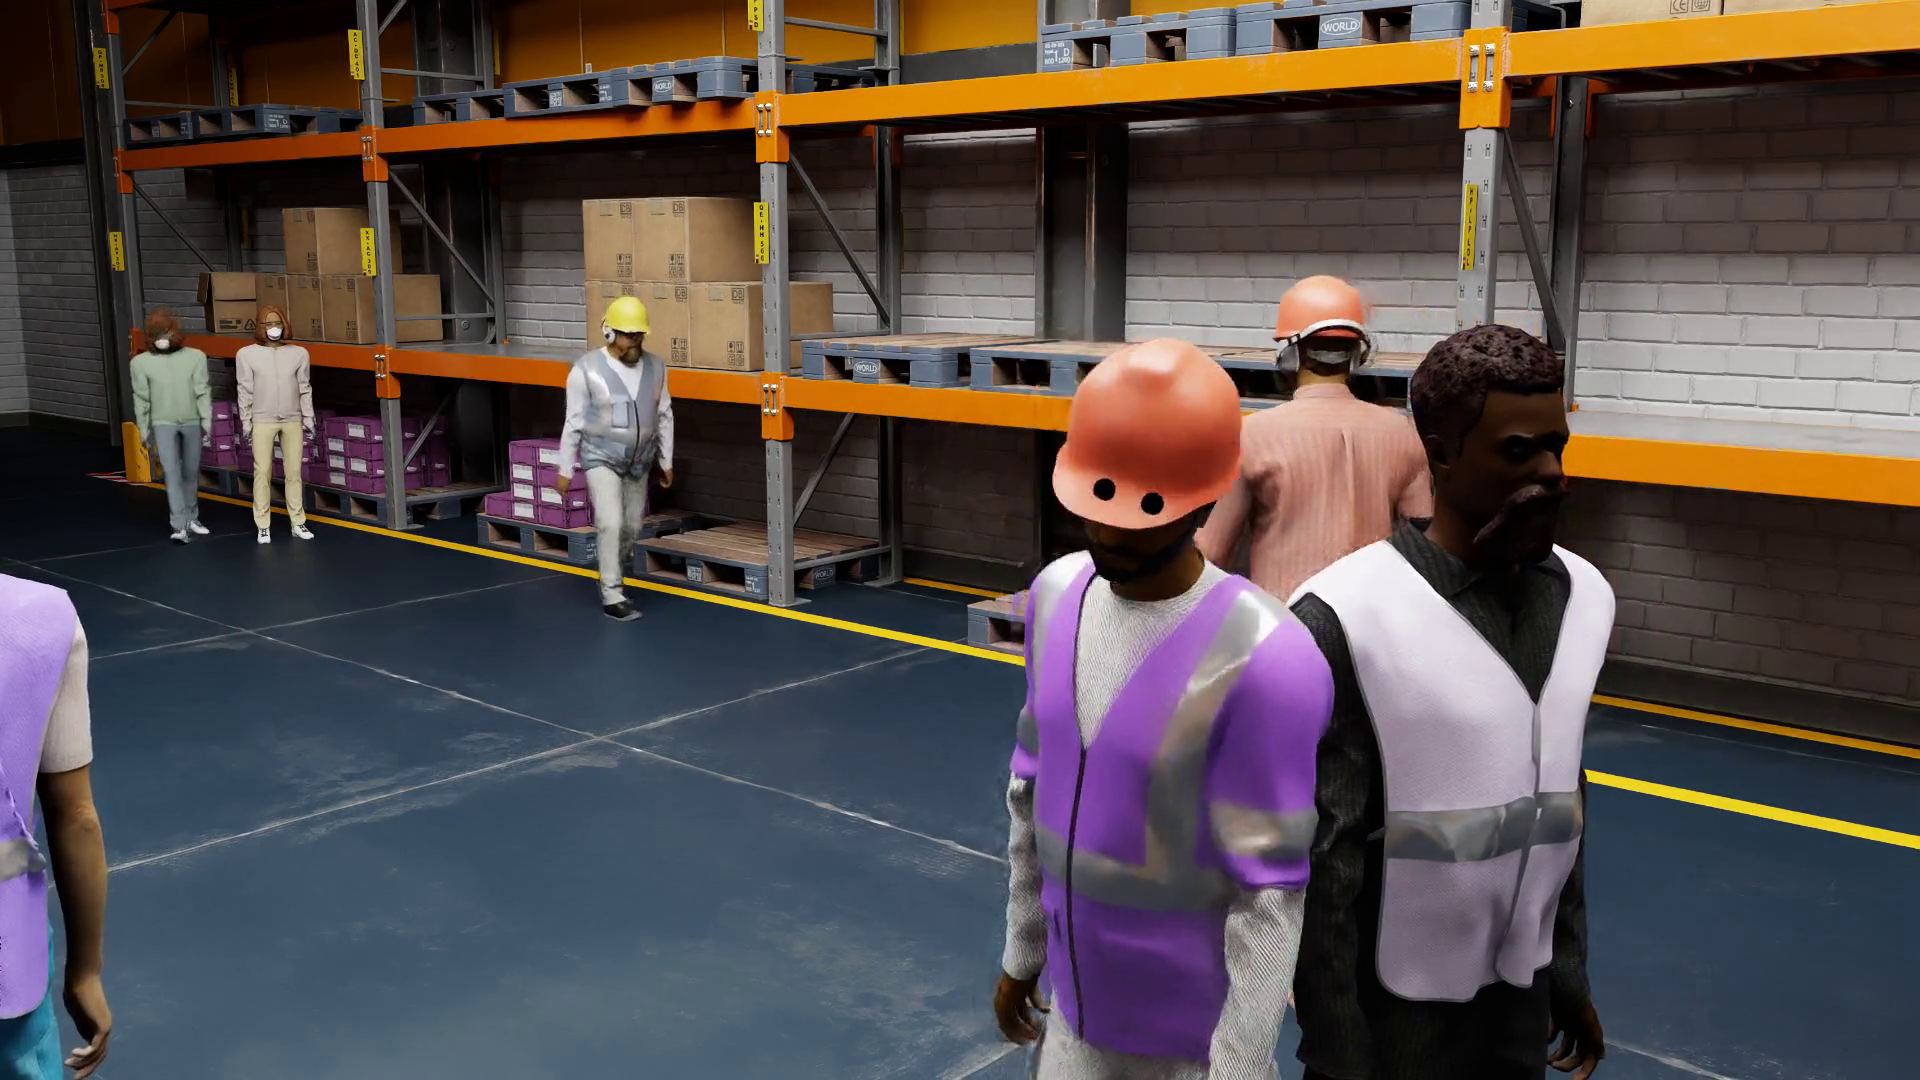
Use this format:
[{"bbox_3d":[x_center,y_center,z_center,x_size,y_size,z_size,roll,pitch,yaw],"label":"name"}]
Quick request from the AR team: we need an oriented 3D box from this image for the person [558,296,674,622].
[{"bbox_3d":[-1.924,-0.454,9.162,0.654,1.785,0.727,-9,13,-41],"label":"person"}]

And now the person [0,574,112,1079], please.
[{"bbox_3d":[-1.508,0.696,2.385,0.391,1.841,0.564,10,14,43],"label":"person"}]

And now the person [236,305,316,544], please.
[{"bbox_3d":[-4.709,-0.798,11.481,0.497,1.633,0.283,-8,13,-38],"label":"person"}]

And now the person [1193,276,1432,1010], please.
[{"bbox_3d":[0.927,0.262,4.558,0.624,1.935,1.003,-3,10,-18],"label":"person"}]

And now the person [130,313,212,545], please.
[{"bbox_3d":[-5.418,-0.766,11.461,0.483,1.577,0.822,-7,12,-33],"label":"person"}]

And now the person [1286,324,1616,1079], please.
[{"bbox_3d":[0.707,0.649,2.435,0.593,1.920,0.391,-6,12,-33],"label":"person"}]

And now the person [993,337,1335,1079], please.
[{"bbox_3d":[0.286,0.662,2.419,0.516,1.911,0.604,-7,12,-34],"label":"person"}]
